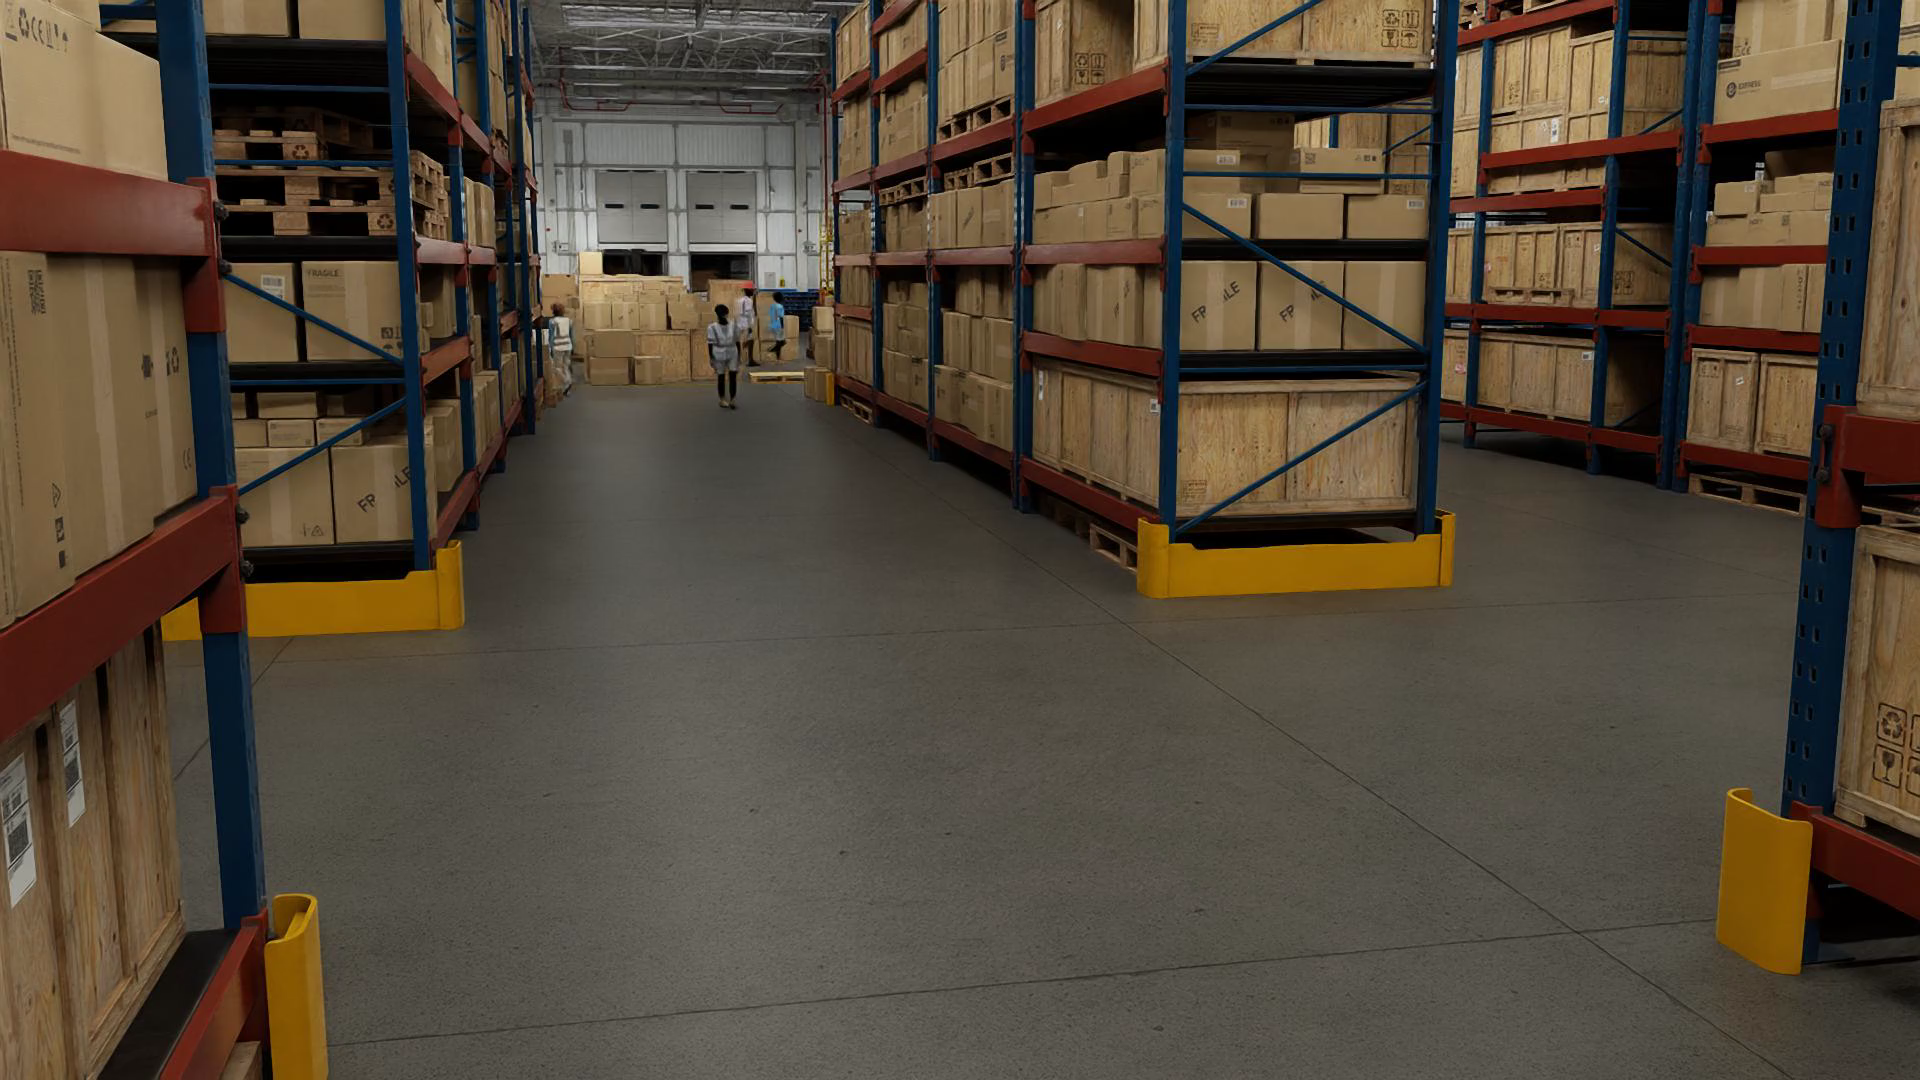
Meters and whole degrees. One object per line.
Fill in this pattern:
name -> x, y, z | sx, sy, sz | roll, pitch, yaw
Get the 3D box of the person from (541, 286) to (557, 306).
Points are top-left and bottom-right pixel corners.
person -> -14.531, -8.387, 58.841 | 0.594, 1.926, 0.366 | -2, 10, -11

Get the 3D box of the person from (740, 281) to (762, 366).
person -> -4.800, -4.800, 37.047 | 0.680, 1.919, 0.541 | -3, 10, -16

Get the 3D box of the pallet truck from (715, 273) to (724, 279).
pallet truck -> -8.580, -8.986, 62.280 | 1.885, 1.965, 0.823 | 1, 9, 5

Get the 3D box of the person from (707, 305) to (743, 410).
person -> -3.663, -2.857, 25.998 | 0.589, 1.629, 0.875 | -3, 10, -16

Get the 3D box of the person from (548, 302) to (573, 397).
person -> -6.826, -3.259, 28.481 | 0.394, 1.620, 0.544 | 7, 12, 36

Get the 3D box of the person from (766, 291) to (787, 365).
person -> -4.183, -4.821, 37.828 | 0.448, 1.685, 0.547 | -5, 10, -27

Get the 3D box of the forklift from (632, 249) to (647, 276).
forklift -> -10.652, -8.274, 55.253 | 1.873, 2.768, 1.129 | -1, 9, -5
